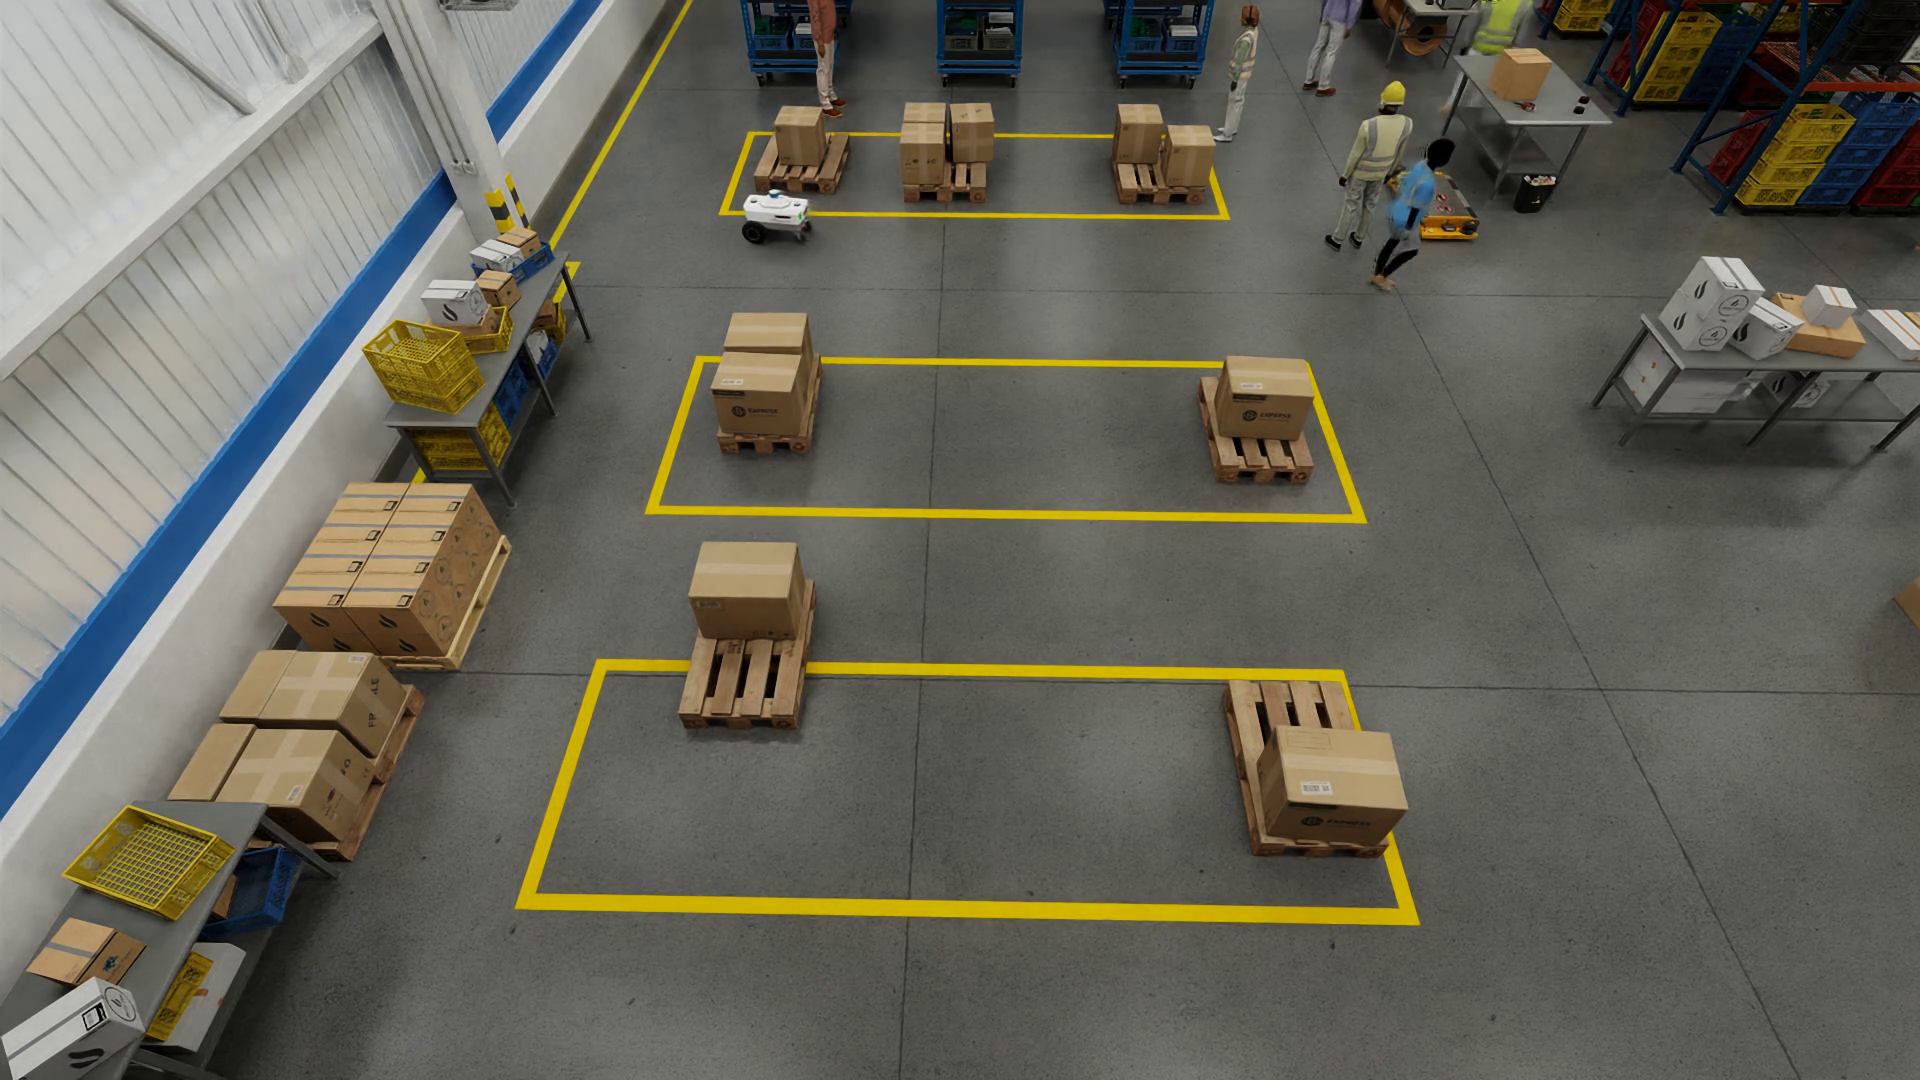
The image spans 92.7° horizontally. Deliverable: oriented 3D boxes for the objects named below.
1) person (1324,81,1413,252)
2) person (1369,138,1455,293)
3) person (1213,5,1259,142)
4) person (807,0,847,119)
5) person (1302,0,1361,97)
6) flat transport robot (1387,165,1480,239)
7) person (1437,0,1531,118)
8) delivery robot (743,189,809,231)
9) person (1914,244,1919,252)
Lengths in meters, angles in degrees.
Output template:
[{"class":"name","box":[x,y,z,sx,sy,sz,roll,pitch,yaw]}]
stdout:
[{"class":"person","box":[4.446,-4.033,9.979,0.588,1.835,0.403,-6,49,-5]},{"class":"person","box":[4.644,-3.324,9.457,0.371,1.680,0.550,6,49,5]},{"class":"person","box":[3.599,-5.988,11.804,0.313,1.634,0.514,19,52,15]},{"class":"person","box":[-1.783,-6.710,12.198,0.392,1.986,0.610,7,50,6]},{"class":"person","box":[5.185,-7.179,12.635,0.372,1.939,0.629,-21,52,-17]},{"class":"flat transport robot","box":[5.692,-4.094,11.059,0.652,0.197,1.431,1,49,1]},{"class":"person","box":[6.993,-6.518,12.150,0.688,1.815,0.430,20,52,16]},{"class":"delivery robot","box":[-2.108,-3.787,10.547,0.707,0.478,0.477,7,49,6]},{"class":"person","box":[11.190,-3.889,9.823,0.355,1.883,0.575,-9,50,-8]}]
